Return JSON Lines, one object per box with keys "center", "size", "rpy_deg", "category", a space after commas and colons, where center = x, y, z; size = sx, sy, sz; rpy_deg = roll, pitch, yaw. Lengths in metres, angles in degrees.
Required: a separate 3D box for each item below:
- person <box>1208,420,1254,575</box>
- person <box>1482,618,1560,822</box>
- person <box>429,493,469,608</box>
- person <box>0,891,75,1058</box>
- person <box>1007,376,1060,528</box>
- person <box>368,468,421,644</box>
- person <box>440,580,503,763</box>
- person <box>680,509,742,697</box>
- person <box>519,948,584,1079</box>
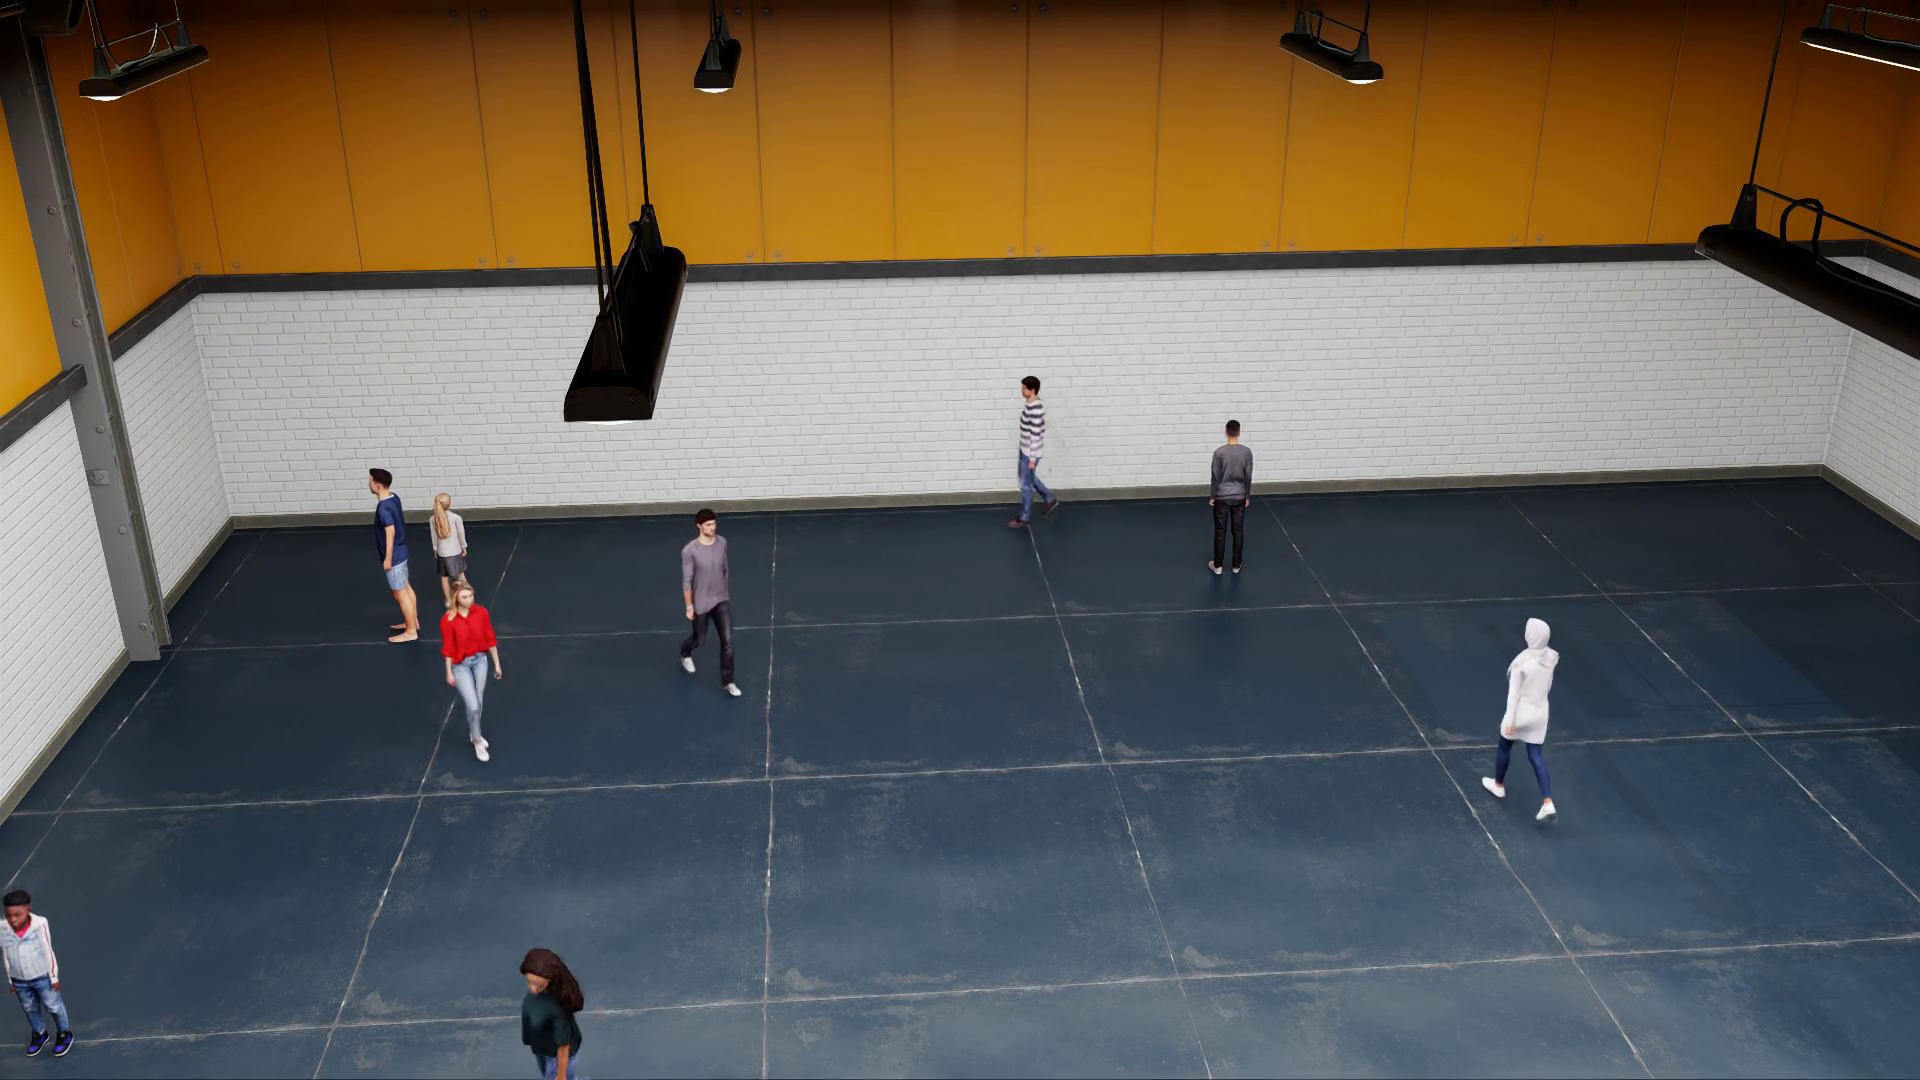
{"center": [2.970, -0.475, 18.295], "size": [0.611, 1.765, 0.525], "rpy_deg": [-1, 24, -3], "category": "person"}
{"center": [4.755, 1.507, 13.783], "size": [0.727, 1.746, 1.126], "rpy_deg": [-6, 24, -13], "category": "person"}
{"center": [-5.407, 0.095, 17.601], "size": [0.506, 1.275, 0.514], "rpy_deg": [-3, 24, -6], "category": "person"}
{"center": [-6.253, 2.892, 11.219], "size": [0.479, 1.262, 0.497], "rpy_deg": [-1, 24, -3], "category": "person"}
{"center": [0.891, -1.058, 19.531], "size": [0.740, 1.842, 0.809], "rpy_deg": [-1, 24, -3], "category": "person"}
{"center": [-5.711, 0.136, 16.795], "size": [0.671, 1.847, 0.485], "rpy_deg": [-3, 24, -7], "category": "person"}
{"center": [-4.391, 1.100, 14.788], "size": [0.833, 1.688, 0.903], "rpy_deg": [-20, 31, -38], "category": "person"}
{"center": [-2.442, 0.561, 15.851], "size": [1.044, 1.825, 1.213], "rpy_deg": [-17, 29, -34], "category": "person"}
{"center": [-2.464, 3.125, 10.278], "size": [0.895, 1.590, 0.762], "rpy_deg": [-9, 25, -19], "category": "person"}
